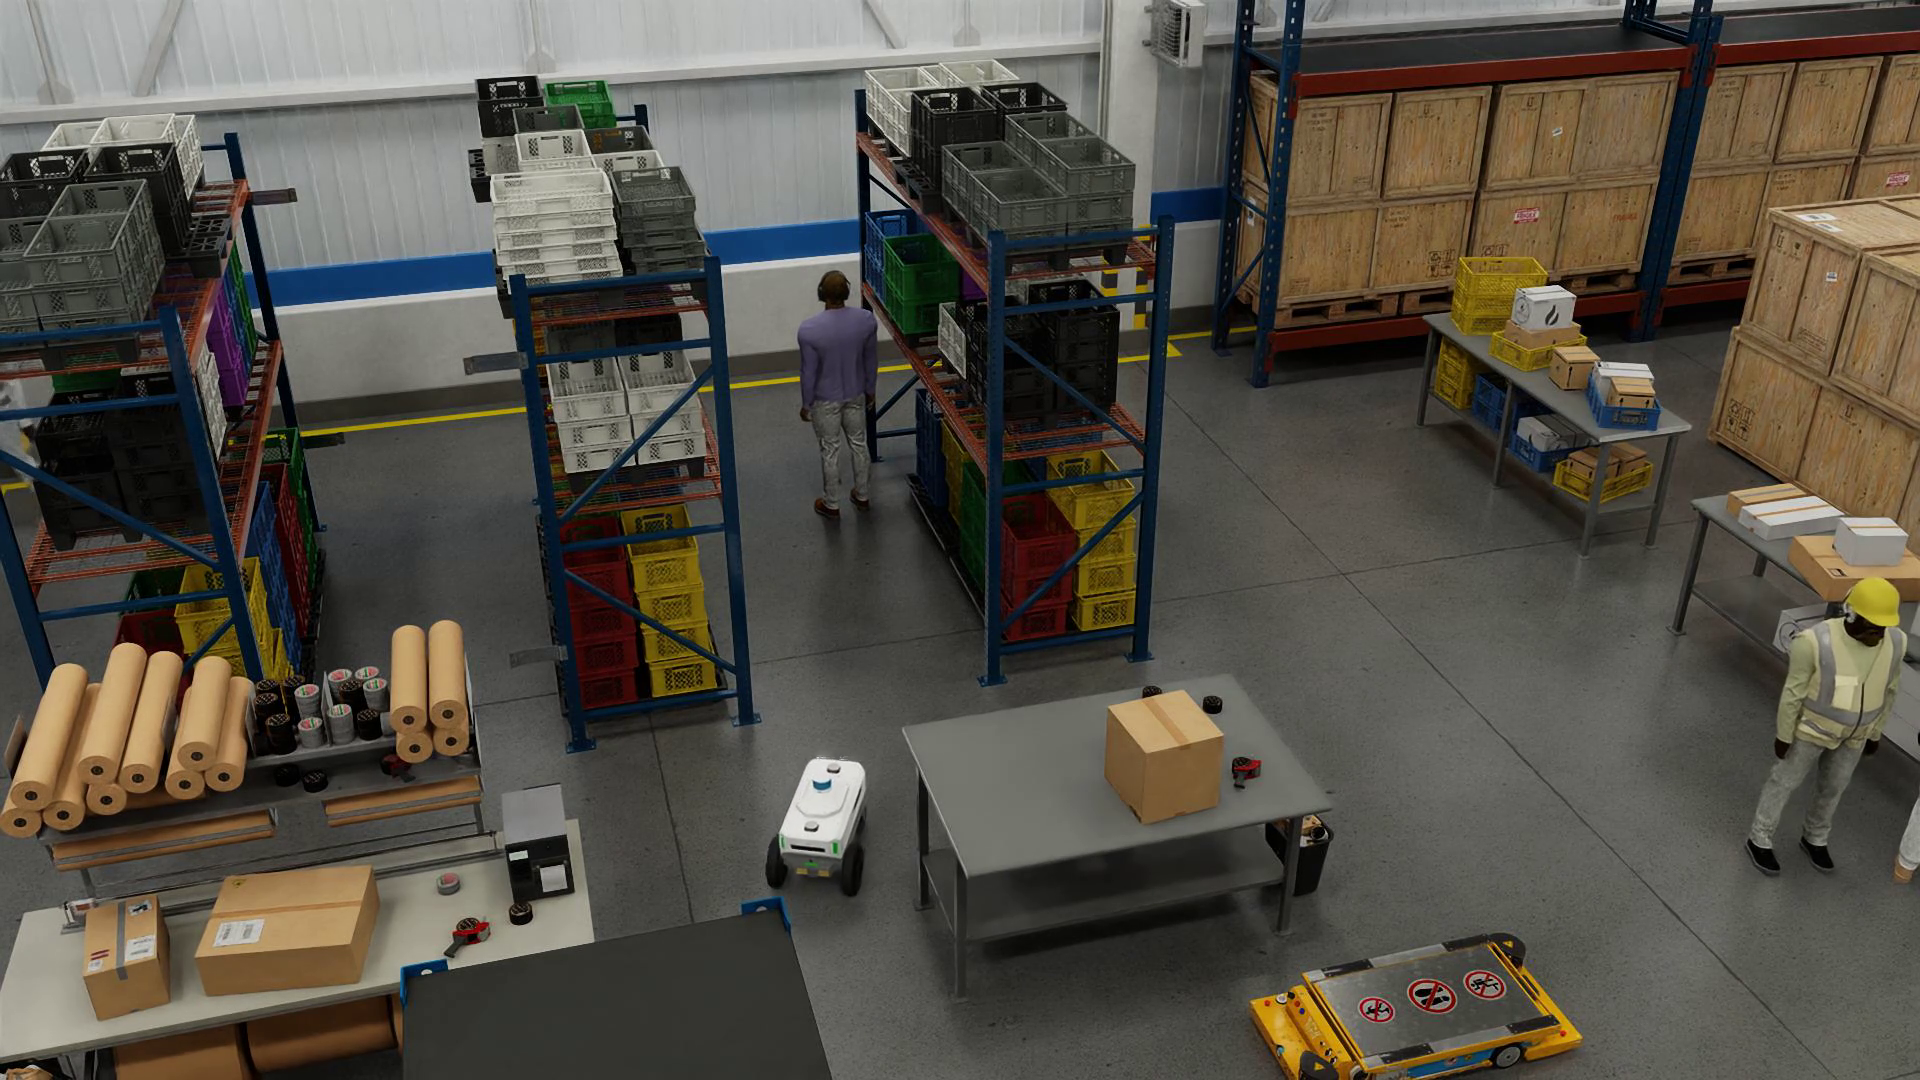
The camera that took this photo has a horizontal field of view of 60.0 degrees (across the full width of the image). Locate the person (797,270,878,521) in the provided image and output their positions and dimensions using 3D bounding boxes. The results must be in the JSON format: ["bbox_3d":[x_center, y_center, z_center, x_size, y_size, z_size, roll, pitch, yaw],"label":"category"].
[{"bbox_3d":[-0.903,-1.074,12.368,0.637,1.938,0.355,-16,32,-26],"label":"person"}]

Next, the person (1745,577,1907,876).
[{"bbox_3d":[4.583,0.982,8.751,0.591,1.822,0.403,-1,29,-2],"label":"person"}]

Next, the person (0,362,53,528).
[{"bbox_3d":[-7.117,-0.904,12.142,0.629,1.875,0.507,3,29,6],"label":"person"}]

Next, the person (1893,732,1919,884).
[{"bbox_3d":[5.285,1.055,8.591,0.625,1.847,0.429,24,37,36],"label":"person"}]

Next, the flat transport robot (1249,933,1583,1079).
[{"bbox_3d":[2.184,2.282,7.980,1.431,0.197,0.652,-8,30,-14],"label":"flat transport robot"}]

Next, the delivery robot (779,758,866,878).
[{"bbox_3d":[-0.742,1.481,9.052,0.477,0.478,0.707,4,29,8],"label":"delivery robot"}]
